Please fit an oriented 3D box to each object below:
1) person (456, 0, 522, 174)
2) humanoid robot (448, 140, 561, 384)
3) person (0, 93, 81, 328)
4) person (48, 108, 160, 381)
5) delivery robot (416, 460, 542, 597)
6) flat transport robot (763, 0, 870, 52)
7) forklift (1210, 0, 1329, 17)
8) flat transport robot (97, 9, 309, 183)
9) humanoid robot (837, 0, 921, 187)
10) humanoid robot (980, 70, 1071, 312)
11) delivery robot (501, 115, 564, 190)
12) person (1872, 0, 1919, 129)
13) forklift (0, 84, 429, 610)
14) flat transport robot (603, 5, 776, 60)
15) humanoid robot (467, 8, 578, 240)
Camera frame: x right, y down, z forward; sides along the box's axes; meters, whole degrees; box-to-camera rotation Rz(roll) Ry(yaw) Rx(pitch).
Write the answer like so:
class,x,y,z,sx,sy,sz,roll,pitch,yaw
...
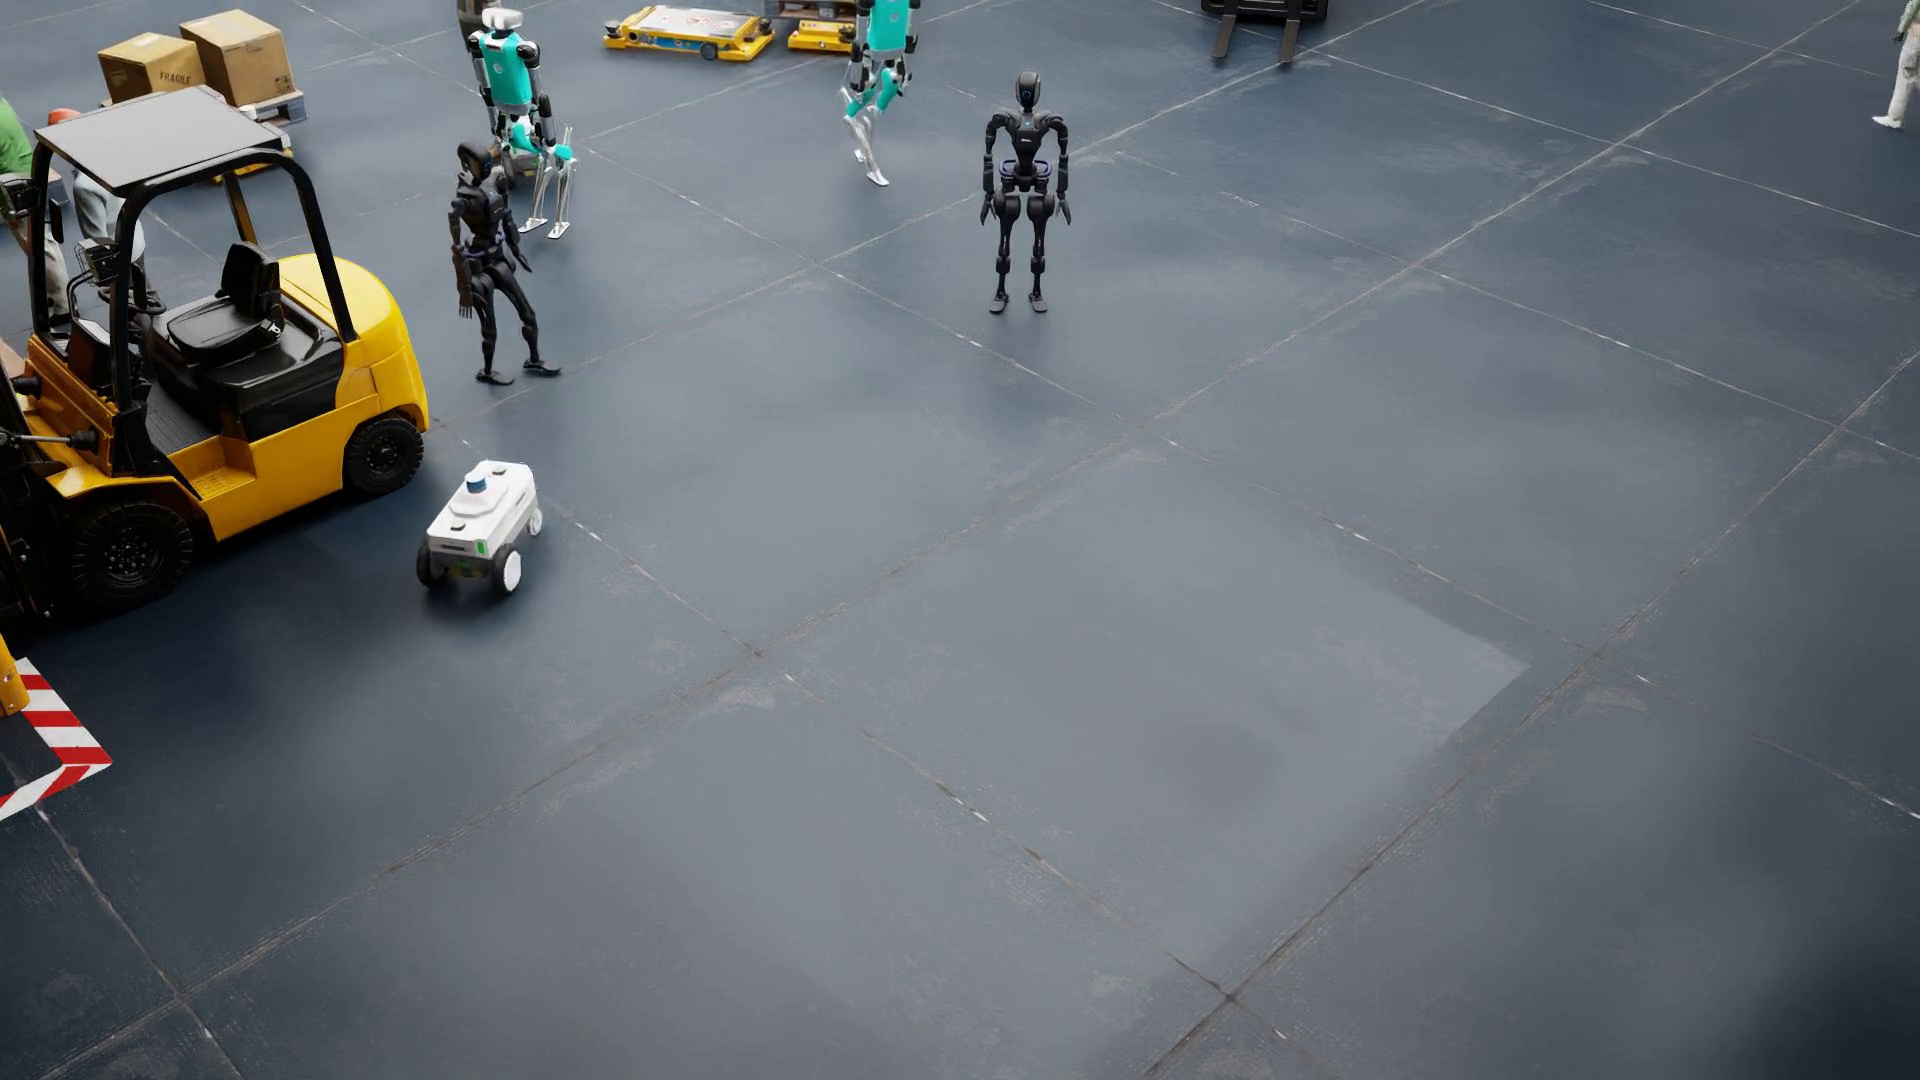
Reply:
class,x,y,z,sx,sy,sz,roll,pitch,yaw
person,-3.599,-3.750,12.533,0.355,2.047,0.613,-18,41,-23
humanoid robot,-2.842,-1.663,10.056,0.463,1.631,0.613,16,40,20
person,-6.091,-2.227,10.714,0.384,1.781,0.550,-15,39,-19
person,-5.188,-1.801,10.178,0.352,1.740,0.571,-4,37,-5
delivery robot,-2.544,-0.087,8.874,0.499,0.593,0.789,7,37,9
flat transport robot,-1.115,-4.921,15.584,0.659,0.231,1.431,7,37,9
forklift,3.106,-6.400,15.960,1.214,2.155,2.313,8,37,10
flat transport robot,-6.001,-3.239,13.332,1.431,0.231,0.659,30,46,34
humanoid robot,-0.692,-3.515,12.549,0.554,1.847,0.893,-21,41,-25
humanoid robot,0.432,-2.255,10.827,0.599,1.657,0.315,1,37,1
delivery robot,-3.340,-3.091,12.889,0.499,0.587,0.769,-12,38,-16
person,7.757,-4.050,13.286,0.513,1.622,0.433,-17,40,-21
forklift,-4.145,-1.093,8.856,2.313,2.155,1.214,-31,47,-34
flat transport robot,-2.473,-4.640,15.207,1.431,0.231,0.659,9,38,12
humanoid robot,-2.947,-2.952,11.607,0.533,1.681,0.735,15,39,19
